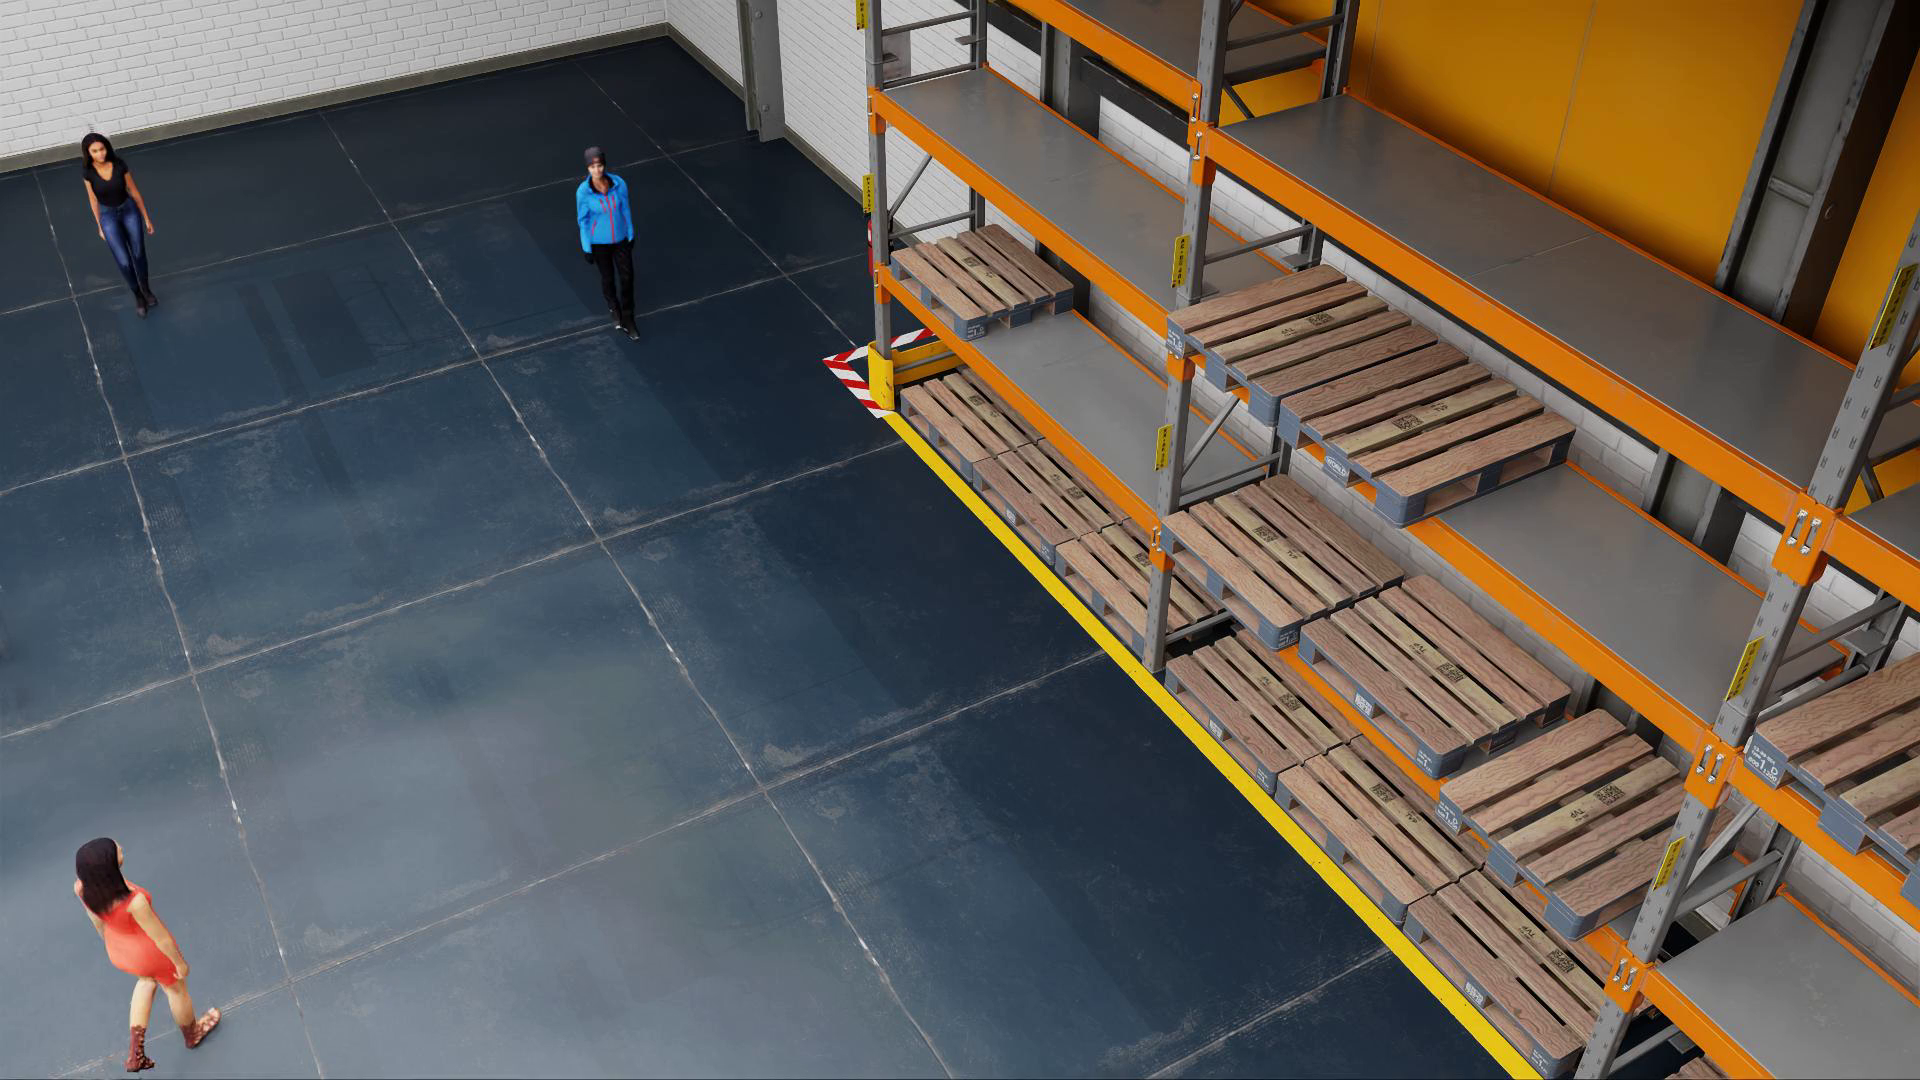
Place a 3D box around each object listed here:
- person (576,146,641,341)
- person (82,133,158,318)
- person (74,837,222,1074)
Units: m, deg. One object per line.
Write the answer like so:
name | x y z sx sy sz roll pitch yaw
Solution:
person | -3.131 -2.682 14.763 0.717 1.777 0.842 -12 40 -15
person | -7.637 -2.921 15.106 0.622 1.723 0.708 -25 45 -28
person | -4.325 2.214 8.692 0.872 1.704 0.933 9 40 11
